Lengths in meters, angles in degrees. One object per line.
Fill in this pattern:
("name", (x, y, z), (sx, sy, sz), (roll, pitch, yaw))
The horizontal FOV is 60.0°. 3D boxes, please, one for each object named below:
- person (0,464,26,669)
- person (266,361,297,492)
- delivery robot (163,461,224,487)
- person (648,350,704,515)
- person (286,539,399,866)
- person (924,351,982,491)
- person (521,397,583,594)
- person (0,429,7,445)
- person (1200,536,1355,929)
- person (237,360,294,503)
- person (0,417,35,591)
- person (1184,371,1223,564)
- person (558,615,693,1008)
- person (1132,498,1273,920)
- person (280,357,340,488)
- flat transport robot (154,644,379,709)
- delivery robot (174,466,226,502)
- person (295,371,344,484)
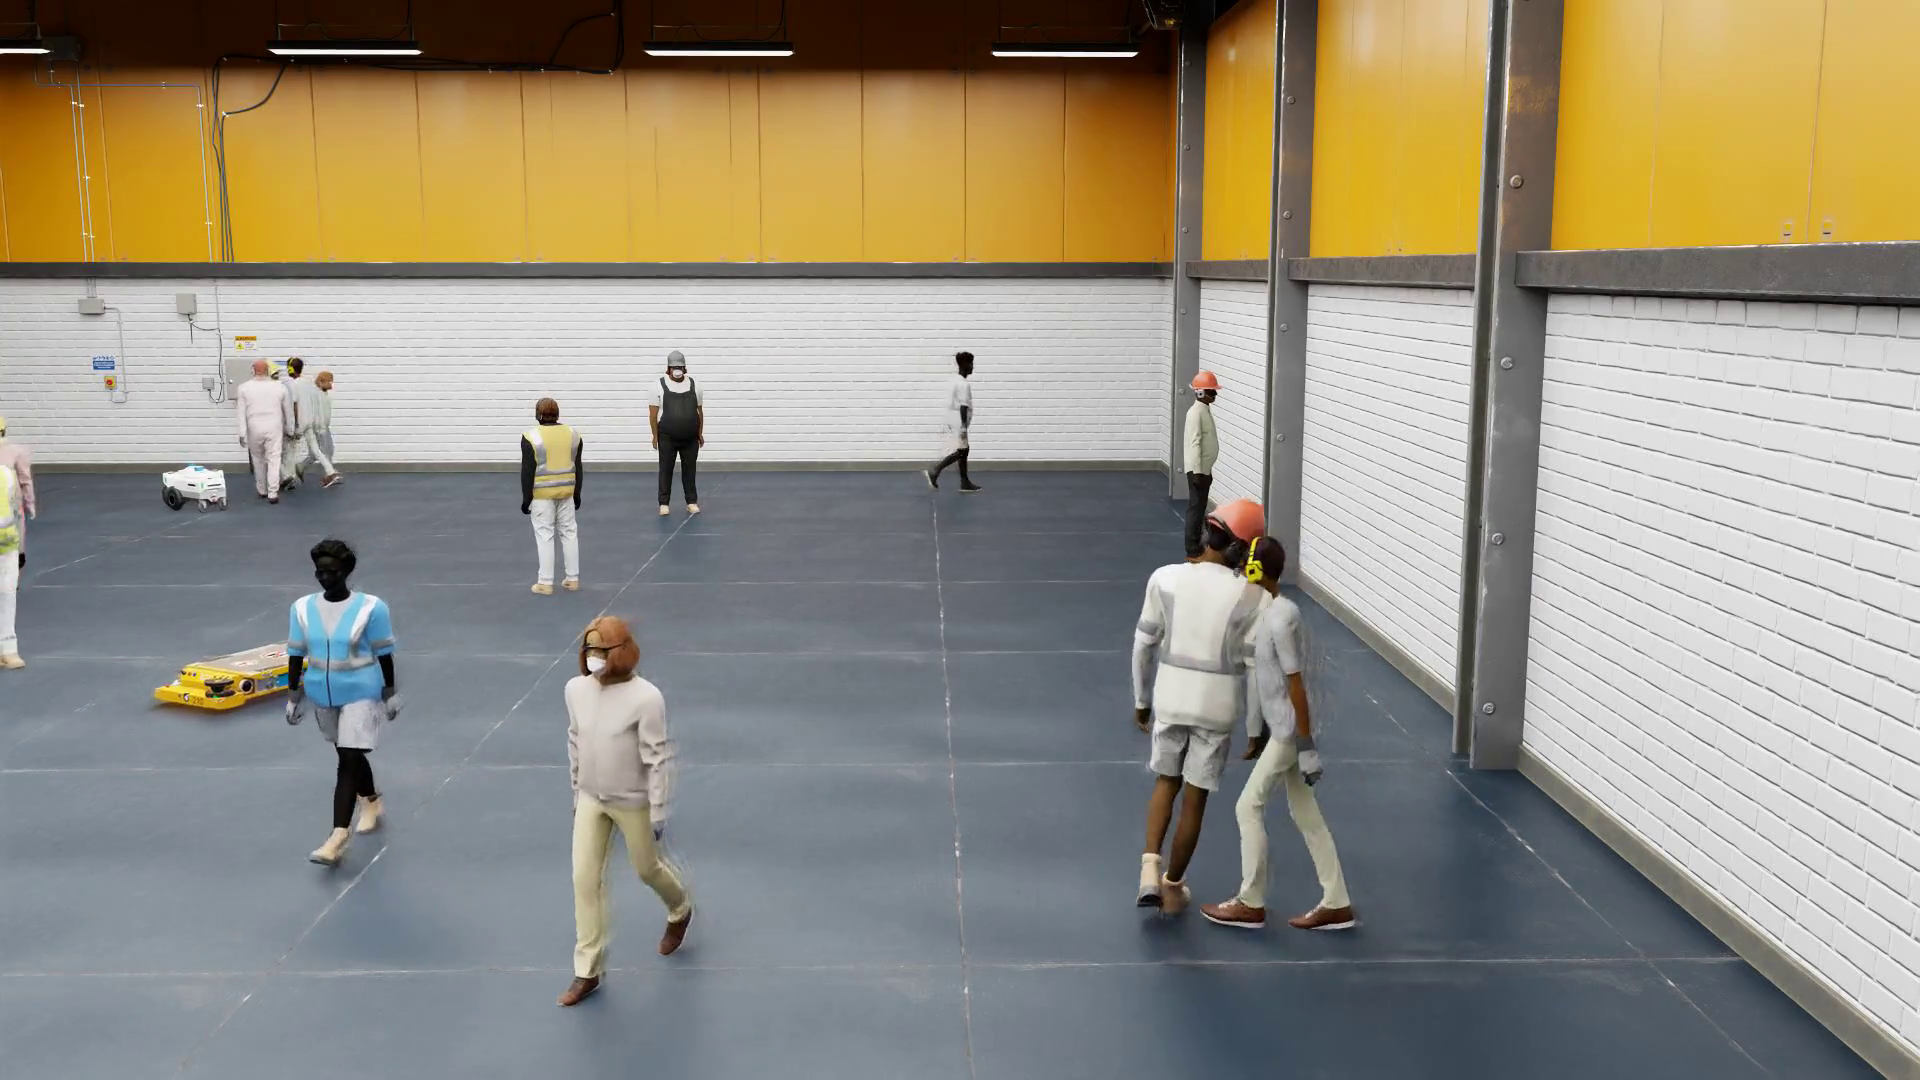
("person", (-7.423, 0.071, 12.632), (0.598, 1.829, 0.643), (6, 11, 33))
("person", (-9.202, -1.514, 22.415), (0.464, 1.806, 0.609), (2, 10, 13))
("delivery robot", (-9.852, -0.768, 21.390), (0.707, 0.478, 0.477), (-4, 10, -25))
("person", (-3.471, -1.326, 20.553), (0.688, 2.000, 0.536), (-4, 10, -23))
("person", (-3.220, 0.811, 8.622), (0.545, 1.645, 0.894), (1, 9, 7))
("person", (-0.089, -1.589, 22.488), (0.757, 1.945, 0.613), (-2, 10, -13))
("person", (-3.833, -0.416, 15.583), (0.634, 1.841, 0.429), (-9, 13, -42))
("person", (-11.121, -0.872, 19.052), (0.503, 1.620, 0.521), (-2, 9, -10))
("person", (1.453, 0.894, 7.600), (0.818, 1.823, 0.530), (3, 10, 16))
("person", (-9.054, -1.420, 21.709), (0.670, 1.848, 1.005), (-4, 10, -21))
("person", (-8.823, -0.303, 15.246), (0.549, 1.713, 0.895), (-3, 10, -16))
("person", (2.474, -0.725, 17.009), (0.382, 1.994, 0.613), (3, 10, 17))
("person", (-1.426, 1.090, 7.087), (0.507, 1.605, 0.795), (4, 10, 22))
("person", (1.113, 0.795, 7.702), (0.675, 1.987, 0.558), (5, 10, 26))
("person", (-9.023, -1.615, 22.968), (0.907, 1.836, 0.525), (3, 10, 17))
("flat transport robot", (-5.001, 0.942, 12.062), (0.652, 0.197, 1.431), (5, 10, 27))
("delivery robot", (-9.546, -0.685, 20.880), (0.707, 0.478, 0.477), (7, 11, 37))
("person", (-9.018, -1.555, 23.283), (0.587, 1.611, 0.509), (-2, 10, -15))
